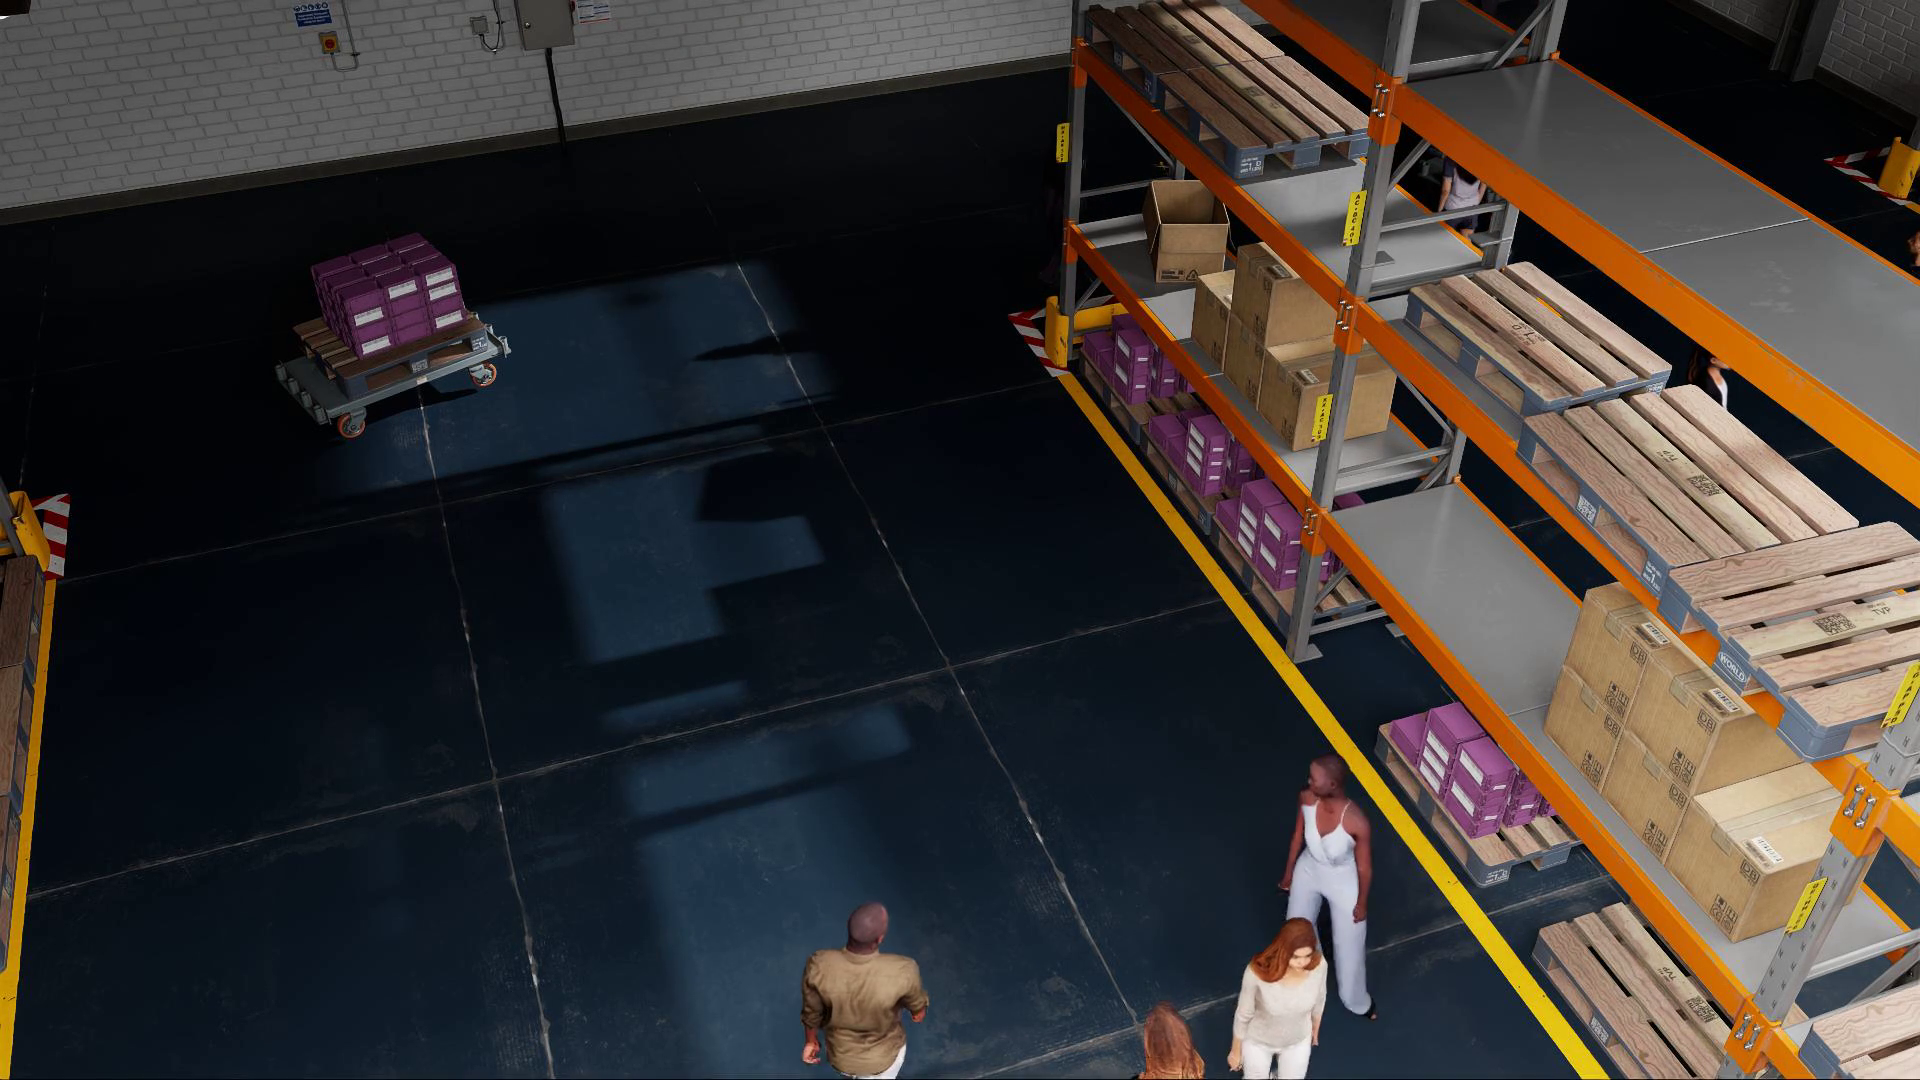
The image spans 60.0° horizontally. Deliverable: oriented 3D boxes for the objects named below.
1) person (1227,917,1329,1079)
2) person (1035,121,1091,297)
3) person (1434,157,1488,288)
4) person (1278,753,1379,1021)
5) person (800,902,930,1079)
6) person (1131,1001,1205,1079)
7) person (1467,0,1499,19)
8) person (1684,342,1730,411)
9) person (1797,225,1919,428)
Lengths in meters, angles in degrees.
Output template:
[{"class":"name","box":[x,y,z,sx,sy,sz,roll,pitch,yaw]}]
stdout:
[{"class":"person","box":[1.486,2.290,7.967,0.705,1.701,0.787,-4,39,-6]},{"class":"person","box":[0.874,-2.850,14.485,0.857,1.599,0.903,-31,48,-33]},{"class":"person","box":[4.312,-2.857,14.408,0.613,1.706,0.556,-9,39,-11]},{"class":"person","box":[1.948,1.786,8.552,0.718,1.759,0.903,20,43,23]},{"class":"person","box":[-0.456,2.436,7.721,1.089,1.780,1.253,7,39,9]},{"class":"person","box":[0.927,2.725,7.415,0.645,1.710,0.661,-26,45,-29]},{"class":"person","box":[5.866,-6.169,18.505,0.689,1.768,0.522,-16,41,-19]},{"class":"person","box":[5.262,-0.786,11.936,0.701,1.556,0.640,15,41,18]},{"class":"person","box":[7.172,-1.524,12.631,1.000,1.840,0.914,24,45,27]}]
